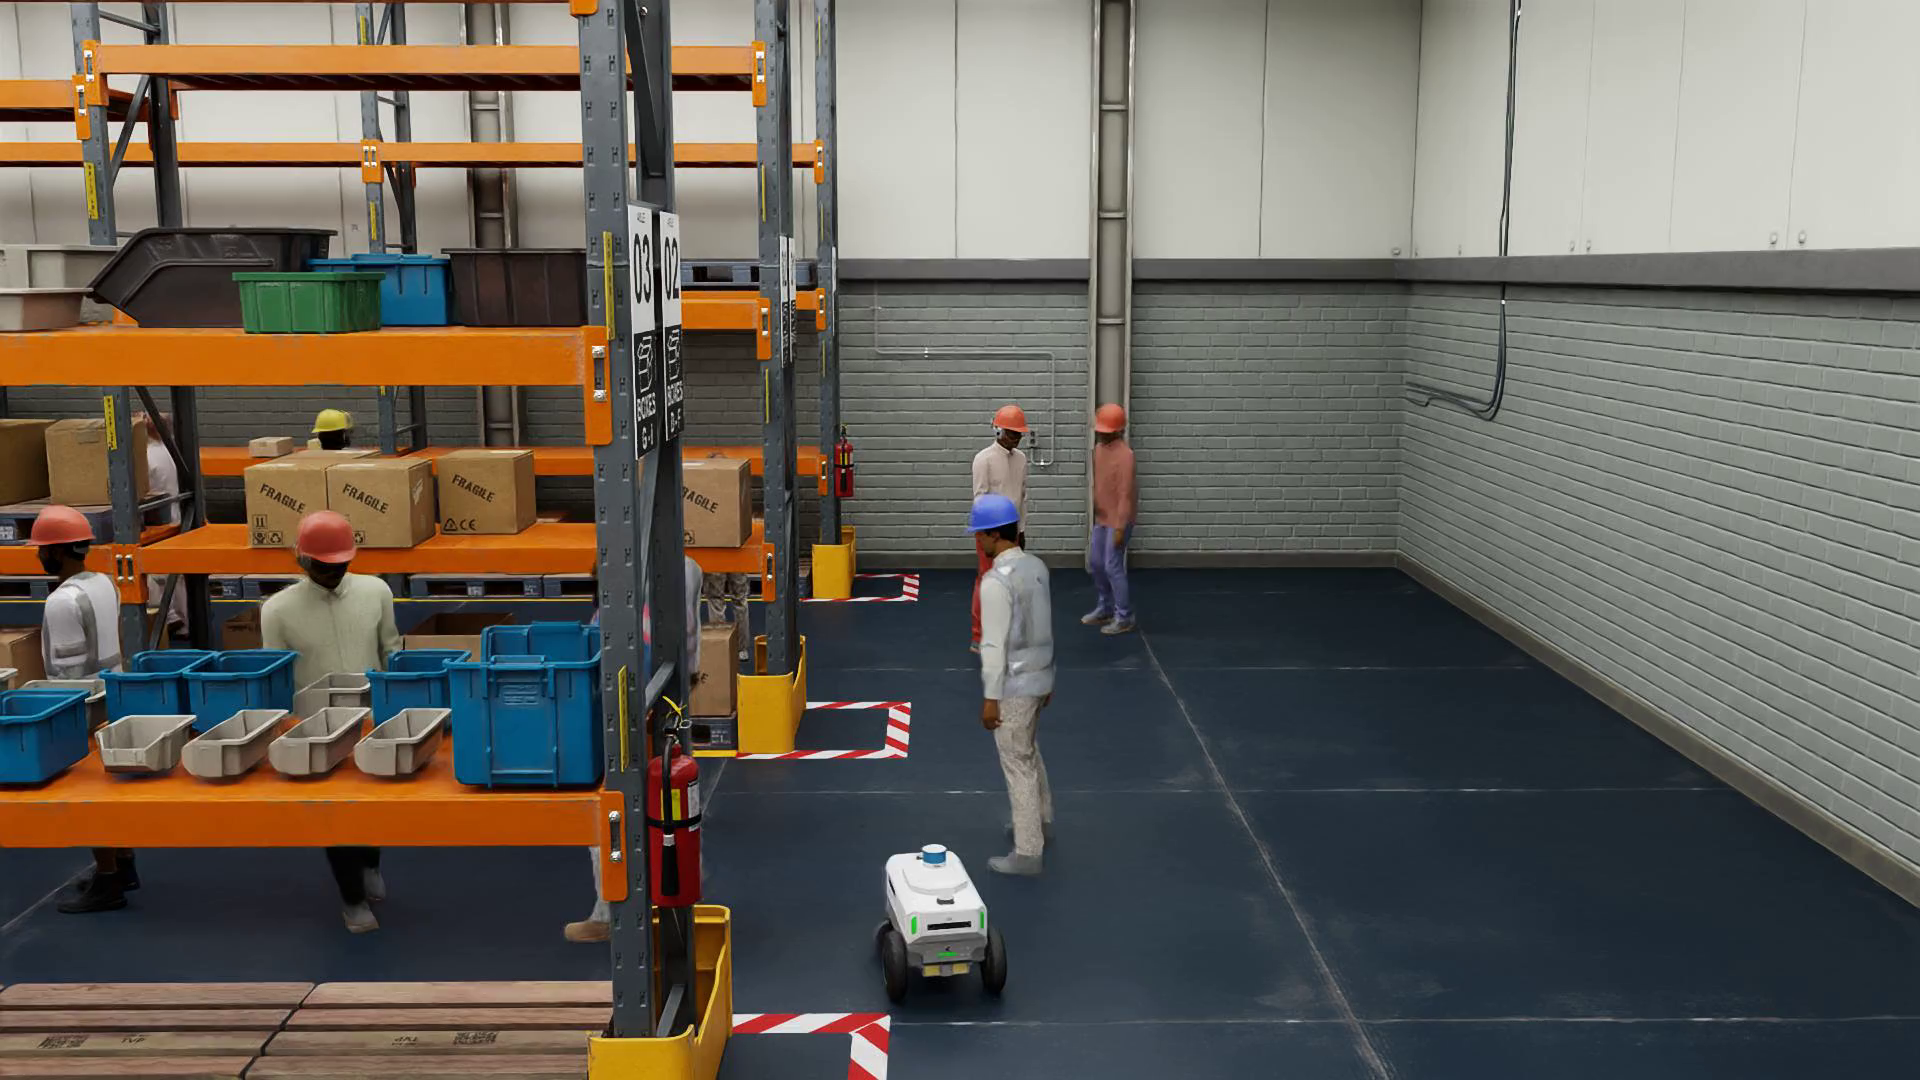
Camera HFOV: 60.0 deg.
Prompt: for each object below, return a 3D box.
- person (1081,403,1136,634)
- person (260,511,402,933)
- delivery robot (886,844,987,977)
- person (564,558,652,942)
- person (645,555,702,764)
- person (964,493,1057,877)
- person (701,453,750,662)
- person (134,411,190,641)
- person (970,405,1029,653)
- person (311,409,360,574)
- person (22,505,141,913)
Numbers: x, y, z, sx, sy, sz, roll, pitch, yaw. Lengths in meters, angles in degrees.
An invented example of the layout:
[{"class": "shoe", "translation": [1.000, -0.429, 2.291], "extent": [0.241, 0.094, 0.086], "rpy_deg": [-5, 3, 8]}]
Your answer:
[{"class": "person", "translation": [1.243, -0.169, 13.751], "extent": [0.483, 1.946, 0.677], "rpy_deg": [-3, 10, -19]}, {"class": "person", "translation": [-2.826, 0.823, 7.587], "extent": [0.641, 1.970, 0.475], "rpy_deg": [-7, 12, -37]}, {"class": "delivery robot", "translation": [-0.109, 1.554, 7.153], "extent": [0.477, 0.478, 0.707], "rpy_deg": [-2, 9, -11]}, {"class": "person", "translation": [-1.565, 0.917, 7.499], "extent": [0.457, 1.810, 0.652], "rpy_deg": [-2, 10, -14]}, {"class": "person", "translation": [-1.626, 0.691, 8.875], "extent": [0.404, 1.823, 0.592], "rpy_deg": [7, 12, 37]}, {"class": "person", "translation": [0.248, 0.717, 8.424], "extent": [0.490, 1.917, 0.637], "rpy_deg": [4, 10, 23]}, {"class": "person", "translation": [-1.822, 0.151, 12.719], "extent": [0.514, 1.642, 0.314], "rpy_deg": [-8, 12, -41]}, {"class": "person", "translation": [-6.494, -0.092, 13.446], "extent": [0.423, 1.895, 0.642], "rpy_deg": [1, 9, 8]}, {"class": "person", "translation": [0.342, -0.074, 13.096], "extent": [0.434, 1.977, 0.598], "rpy_deg": [8, 12, 40]}, {"class": "person", "translation": [-5.011, -0.115, 13.543], "extent": [0.441, 1.911, 0.588], "rpy_deg": [-2, 9, -10]}, {"class": "person", "translation": [-4.171, 0.795, 7.878], "extent": [0.377, 1.933, 0.552], "rpy_deg": [-1, 9, -5]}]
